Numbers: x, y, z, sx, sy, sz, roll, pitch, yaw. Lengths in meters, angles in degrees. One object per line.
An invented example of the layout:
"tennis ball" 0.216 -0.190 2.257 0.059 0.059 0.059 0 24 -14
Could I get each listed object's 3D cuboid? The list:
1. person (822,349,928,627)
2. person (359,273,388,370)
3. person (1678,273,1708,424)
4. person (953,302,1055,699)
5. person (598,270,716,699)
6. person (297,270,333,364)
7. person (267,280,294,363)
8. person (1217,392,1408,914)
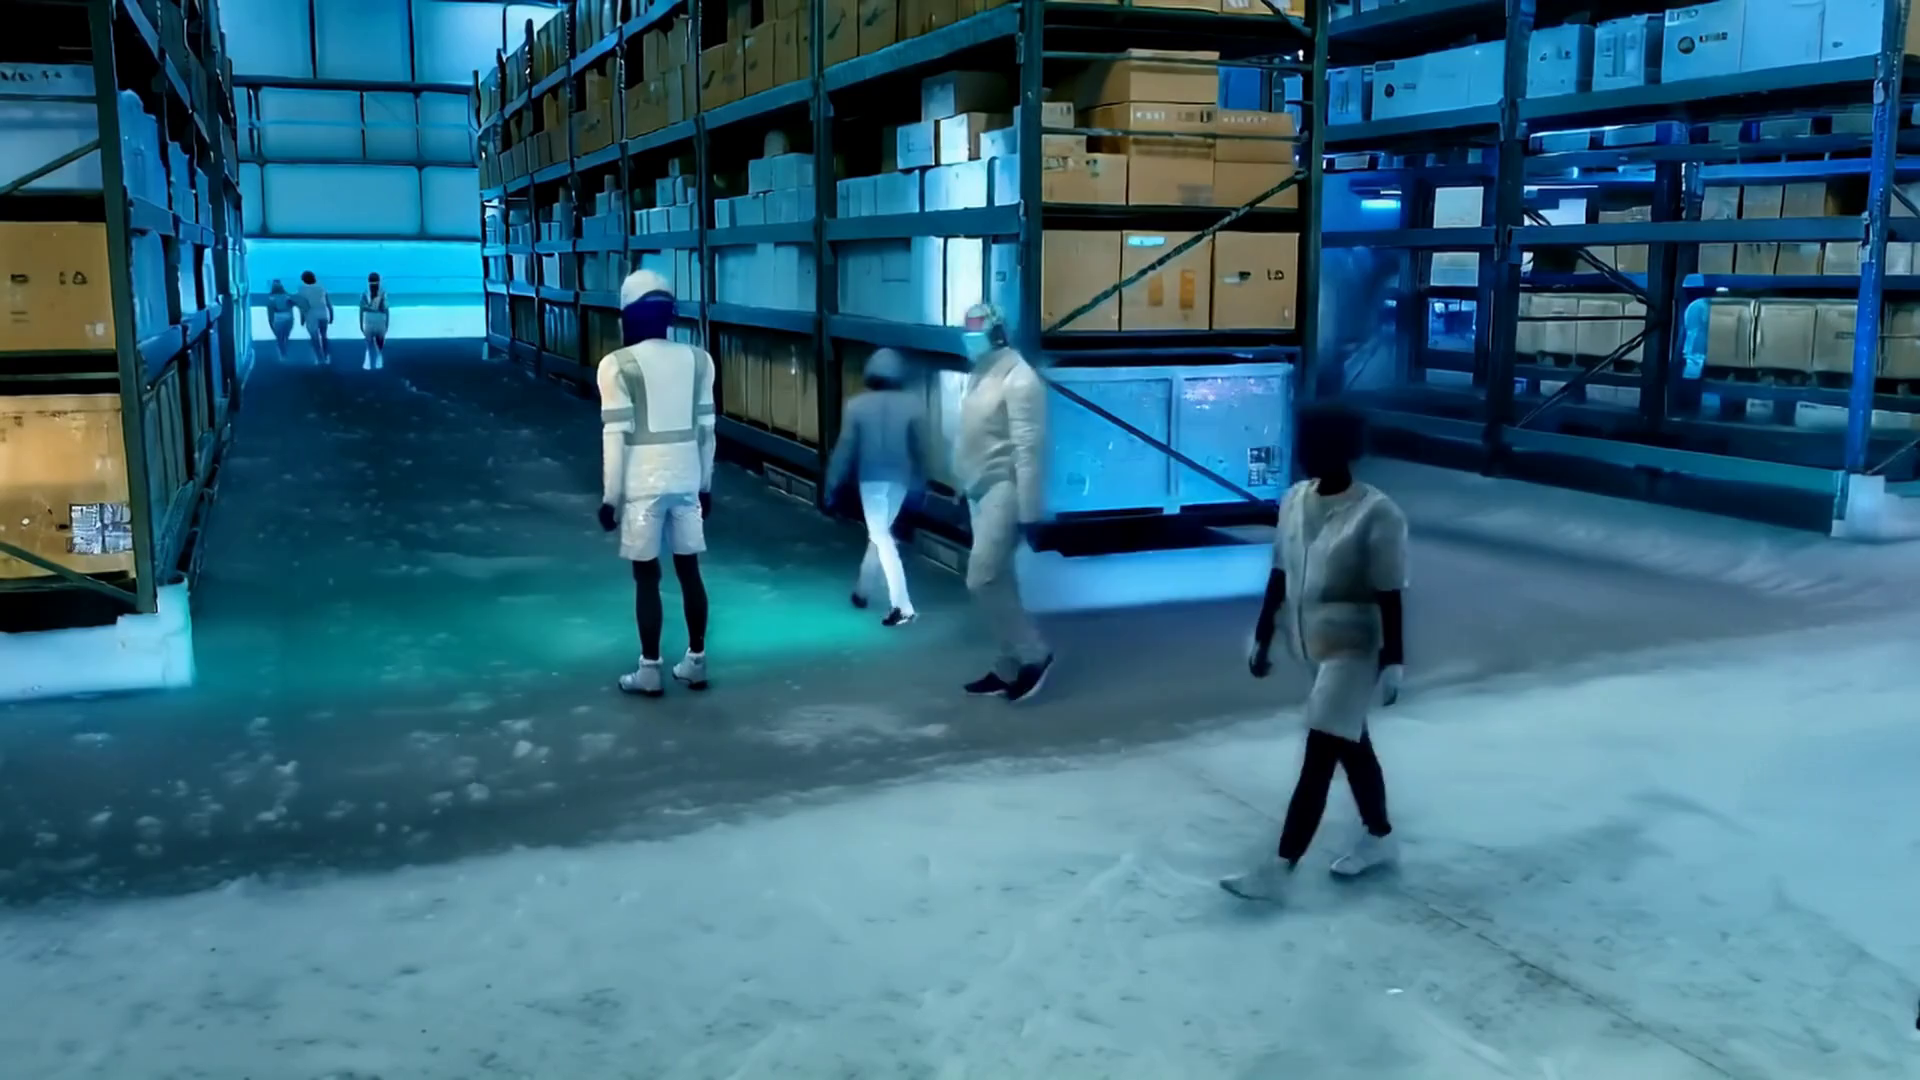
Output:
"person" -0.463 -0.310 9.619 0.588 1.573 0.879 -5 11 -27
"person" -11.401 -4.251 32.330 0.559 1.871 1.007 -1 10 -9
"person" 9.087 -2.345 20.729 0.376 1.936 0.549 7 12 37
"person" 0.160 -0.174 7.882 0.409 1.891 0.657 -3 10 -16
"person" -1.456 -0.260 7.951 0.605 2.034 0.388 -8 12 -39
"person" -13.101 -4.515 33.793 0.649 1.916 0.448 -6 11 -32
"person" -14.000 -4.490 34.251 0.483 1.714 0.509 -7 12 -37
"person" 1.150 0.356 5.383 0.853 1.648 0.553 -4 10 -25
